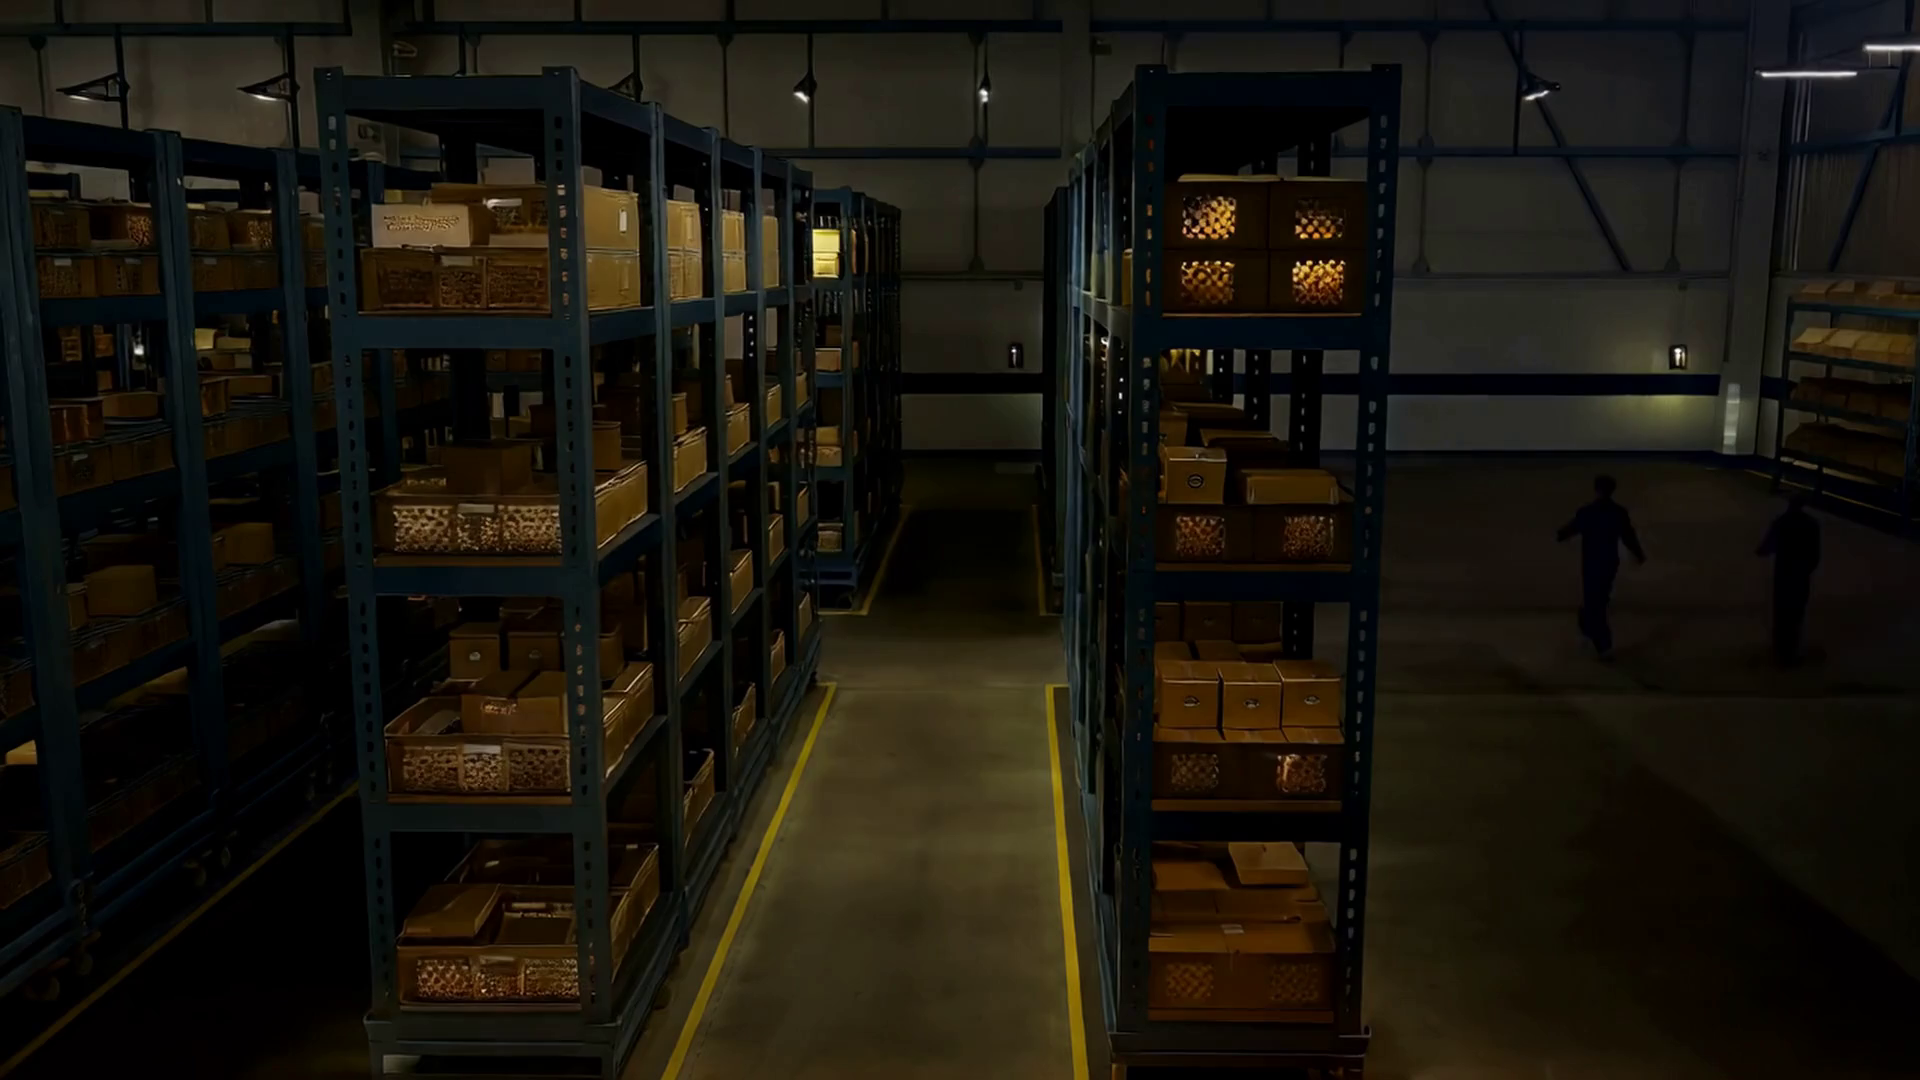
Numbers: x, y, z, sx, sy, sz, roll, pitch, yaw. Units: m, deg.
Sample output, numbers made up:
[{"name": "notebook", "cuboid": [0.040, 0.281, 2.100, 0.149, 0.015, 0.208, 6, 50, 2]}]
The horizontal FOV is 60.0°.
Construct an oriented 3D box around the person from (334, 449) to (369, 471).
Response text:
[{"name": "person", "cuboid": [-8.148, -1.691, 22.387, 0.500, 1.824, 0.597, 1, 10, 4]}]
